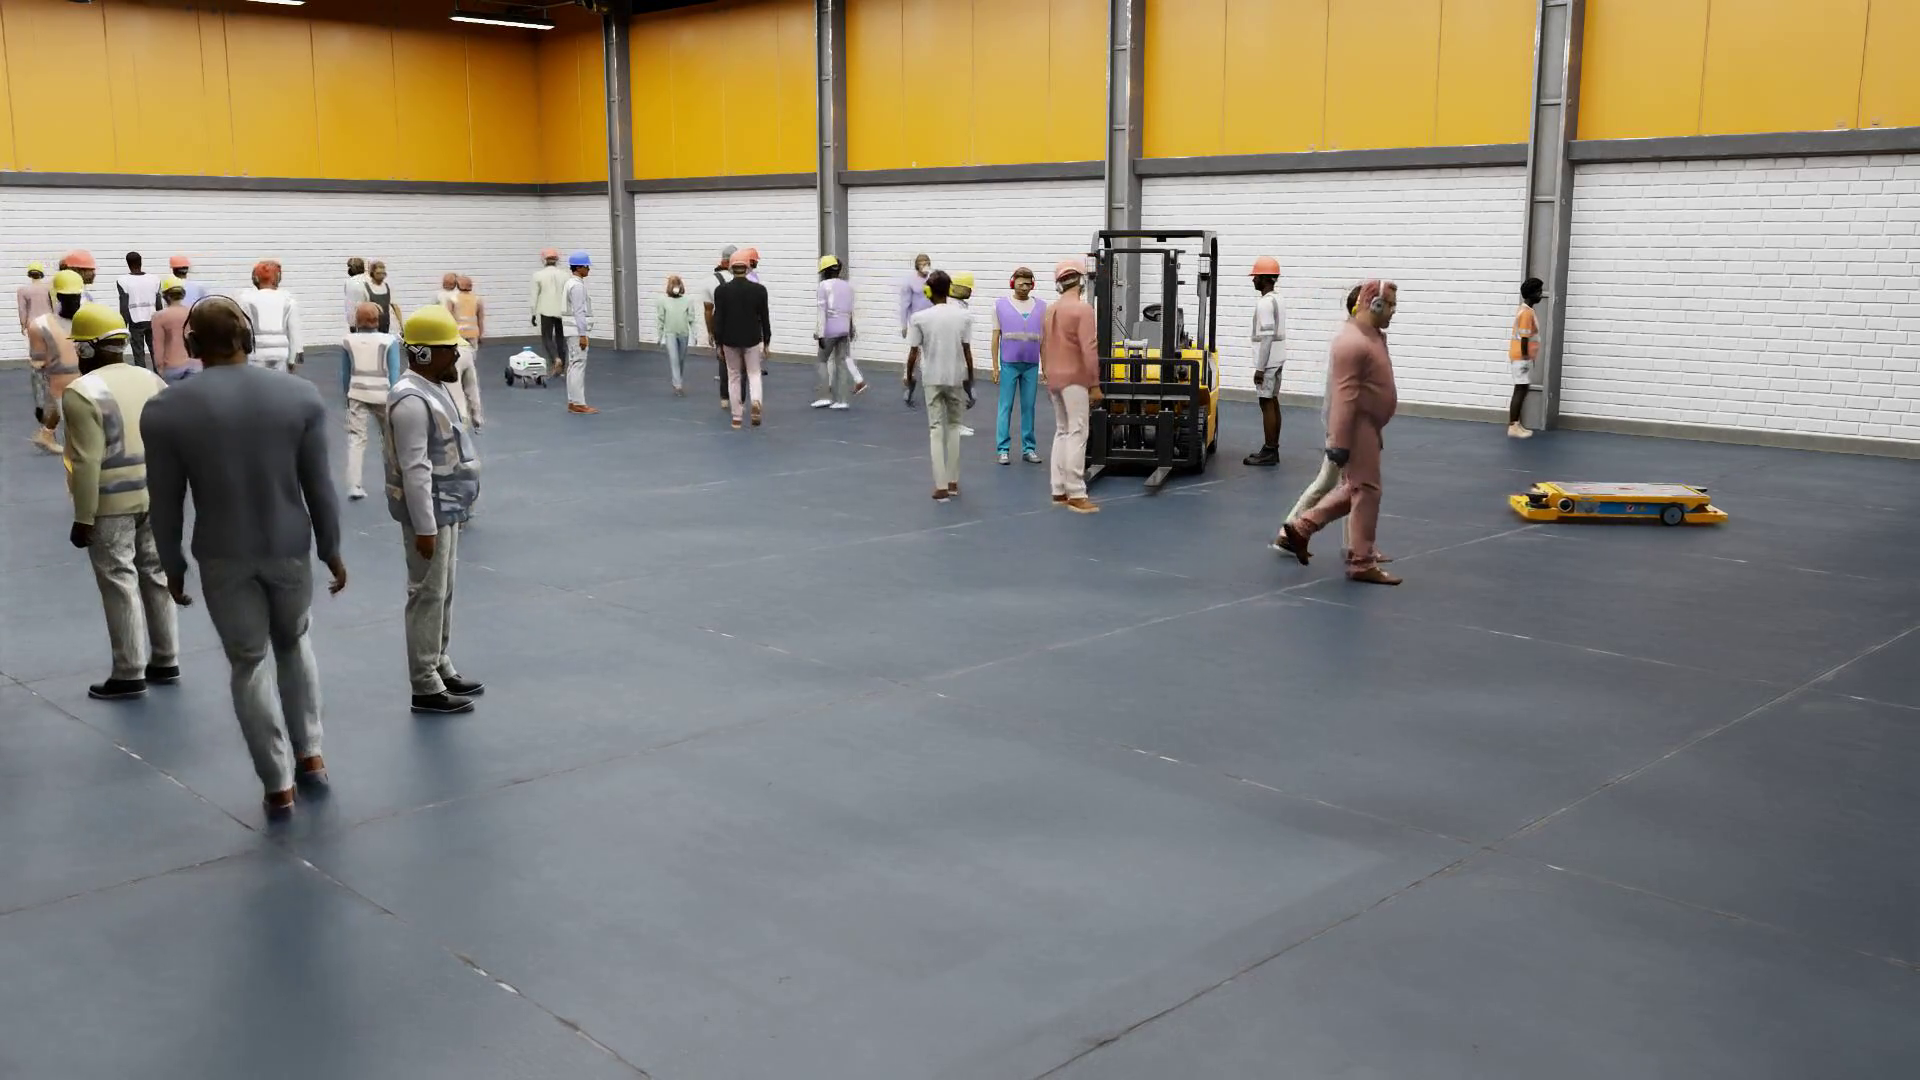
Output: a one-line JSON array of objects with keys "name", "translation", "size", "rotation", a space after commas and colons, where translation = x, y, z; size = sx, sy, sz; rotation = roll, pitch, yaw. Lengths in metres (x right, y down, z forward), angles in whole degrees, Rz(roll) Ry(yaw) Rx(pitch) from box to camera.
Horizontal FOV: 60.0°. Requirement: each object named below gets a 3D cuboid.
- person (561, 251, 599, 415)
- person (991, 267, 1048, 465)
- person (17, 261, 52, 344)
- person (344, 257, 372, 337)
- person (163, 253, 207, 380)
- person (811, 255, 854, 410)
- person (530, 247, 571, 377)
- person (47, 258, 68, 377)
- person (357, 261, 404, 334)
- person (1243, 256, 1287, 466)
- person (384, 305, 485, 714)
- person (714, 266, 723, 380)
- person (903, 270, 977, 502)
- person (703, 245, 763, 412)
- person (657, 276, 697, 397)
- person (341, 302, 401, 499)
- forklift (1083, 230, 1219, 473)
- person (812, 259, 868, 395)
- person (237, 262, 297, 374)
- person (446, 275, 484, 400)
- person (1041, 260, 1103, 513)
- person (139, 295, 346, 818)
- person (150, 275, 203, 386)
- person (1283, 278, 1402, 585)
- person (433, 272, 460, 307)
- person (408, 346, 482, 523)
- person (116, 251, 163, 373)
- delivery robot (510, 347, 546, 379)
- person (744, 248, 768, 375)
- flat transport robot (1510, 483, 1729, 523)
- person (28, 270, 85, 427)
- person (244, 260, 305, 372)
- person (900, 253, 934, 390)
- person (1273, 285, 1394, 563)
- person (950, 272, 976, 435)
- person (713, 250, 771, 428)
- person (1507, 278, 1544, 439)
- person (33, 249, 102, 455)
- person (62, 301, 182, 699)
[{"name": "person", "translation": [-4.547, -2.474, 19.885], "size": [0.405, 1.946, 0.610], "rotation": [-4, 11, -20]}, {"name": "person", "translation": [0.558, -1.627, 15.570], "size": [0.563, 1.838, 0.390], "rotation": [-3, 11, -18]}, {"name": "person", "translation": [-12.880, -3.009, 23.303], "size": [0.527, 1.768, 0.331], "rotation": [-6, 12, -30]}, {"name": "person", "translation": [-8.455, -3.067, 23.475], "size": [0.445, 1.830, 0.627], "rotation": [4, 11, 20]}, {"name": "person", "translation": [-9.786, -2.680, 21.135], "size": [0.845, 1.911, 0.551], "rotation": [10, 14, 43]}, {"name": "person", "translation": [-1.572, -2.539, 20.421], "size": [0.615, 1.876, 0.675], "rotation": [-10, 14, -43]}, {"name": "person", "translation": [-6.073, -3.401, 24.926], "size": [0.653, 1.965, 0.780], "rotation": [-6, 12, -28]}, {"name": "person", "translation": [-12.135, -2.921, 22.678], "size": [0.662, 1.821, 0.519], "rotation": [6, 12, 31]}, {"name": "person", "translation": [-7.697, -2.801, 22.115], "size": [0.989, 1.779, 0.541], "rotation": [8, 13, 36]}, {"name": "person", "translation": [2.832, -1.655, 15.448], "size": [0.371, 1.939, 0.543], "rotation": [5, 11, 24]}, {"name": "person", "translation": [-2.358, -0.134, 7.474], "size": [0.403, 1.826, 0.596], "rotation": [-2, 11, -9]}, {"name": "person", "translation": [-3.441, -3.180, 24.459], "size": [0.401, 1.682, 0.554], "rotation": [-3, 11, -17]}, {"name": "person", "translation": [-0.184, -1.254, 13.484], "size": [0.569, 1.851, 0.643], "rotation": [-2, 11, -12]}, {"name": "person", "translation": [-2.717, -2.591, 20.273], "size": [0.692, 2.000, 0.782], "rotation": [1, 10, 6]}, {"name": "person", "translation": [-3.784, -2.731, 22.273], "size": [0.512, 1.589, 0.841], "rotation": [-4, 11, -21]}, {"name": "person", "translation": [-4.835, -1.154, 13.667], "size": [0.534, 1.586, 0.877], "rotation": [1, 10, 3]}, {"name": "forklift", "translation": [1.804, -1.825, 15.677], "size": [1.214, 2.155, 2.313], "rotation": [2, 11, 13]}, {"name": "person", "translation": [-1.609, -2.858, 22.325], "size": [0.935, 1.834, 0.518], "rotation": [5, 12, 26]}, {"name": "person", "translation": [-6.852, -1.810, 16.492], "size": [0.630, 1.863, 0.536], "rotation": [-9, 14, -40]}, {"name": "person", "translation": [-6.436, -2.628, 21.606], "size": [0.535, 1.620, 0.359], "rotation": [-6, 12, -29]}, {"name": "person", "translation": [0.894, -1.200, 12.993], "size": [0.368, 1.947, 0.831], "rotation": [-5, 11, -24]}, {"name": "person", "translation": [-2.651, 0.058, 6.178], "size": [0.647, 1.910, 0.655], "rotation": [-6, 12, -30]}, {"name": "person", "translation": [-7.516, -1.658, 15.989], "size": [0.643, 1.740, 0.528], "rotation": [10, 14, 43]}, {"name": "person", "translation": [2.388, -0.669, 10.225], "size": [0.682, 1.877, 0.659], "rotation": [4, 11, 22]}, {"name": "person", "translation": [-6.941, -2.848, 22.812], "size": [0.519, 1.624, 0.364], "rotation": [2, 11, 11]}, {"name": "person", "translation": [-3.744, -0.870, 12.040], "size": [0.421, 1.614, 0.515], "rotation": [8, 13, 38]}, {"name": "person", "translation": [-10.989, -2.906, 22.344], "size": [0.390, 1.913, 0.588], "rotation": [8, 13, 37]}, {"name": "delivery robot", "translation": [-6.101, -2.481, 23.474], "size": [0.477, 0.478, 0.707], "rotation": [-6, 12, -30]}, {"name": "person", "translation": [-3.194, -3.484, 25.420], "size": [0.361, 1.939, 0.542], "rotation": [-8, 13, -37]}, {"name": "flat transport robot", "translation": [4.961, -0.292, 12.565], "size": [1.431, 0.197, 0.652], "rotation": [1, 10, 7]}, {"name": "person", "translation": [-6.742, -1.123, 12.742], "size": [0.602, 1.870, 1.035], "rotation": [-9, 14, -42]}, {"name": "person", "translation": [-7.260, -2.032, 17.695], "size": [0.600, 1.865, 0.616], "rotation": [7, 13, 34]}, {"name": "person", "translation": [-0.523, -2.955, 22.696], "size": [0.639, 1.894, 1.043], "rotation": [-8, 13, -37]}, {"name": "person", "translation": [2.448, -0.748, 10.857], "size": [0.791, 1.824, 0.528], "rotation": [2, 11, 9]}, {"name": "person", "translation": [0.021, -1.994, 17.849], "size": [0.305, 1.736, 0.484], "rotation": [1, 10, 3]}, {"name": "person", "translation": [-2.386, -2.183, 18.241], "size": [0.622, 1.978, 0.675], "rotation": [-2, 11, -13]}, {"name": "person", "translation": [5.965, -1.919, 17.578], "size": [0.318, 1.691, 0.539], "rotation": [3, 11, 18]}, {"name": "person", "translation": [-8.565, -1.827, 16.215], "size": [0.984, 2.009, 0.621], "rotation": [-1, 10, -6]}, {"name": "person", "translation": [-3.895, -0.179, 7.692], "size": [0.404, 1.829, 0.600], "rotation": [2, 11, 13]}]
